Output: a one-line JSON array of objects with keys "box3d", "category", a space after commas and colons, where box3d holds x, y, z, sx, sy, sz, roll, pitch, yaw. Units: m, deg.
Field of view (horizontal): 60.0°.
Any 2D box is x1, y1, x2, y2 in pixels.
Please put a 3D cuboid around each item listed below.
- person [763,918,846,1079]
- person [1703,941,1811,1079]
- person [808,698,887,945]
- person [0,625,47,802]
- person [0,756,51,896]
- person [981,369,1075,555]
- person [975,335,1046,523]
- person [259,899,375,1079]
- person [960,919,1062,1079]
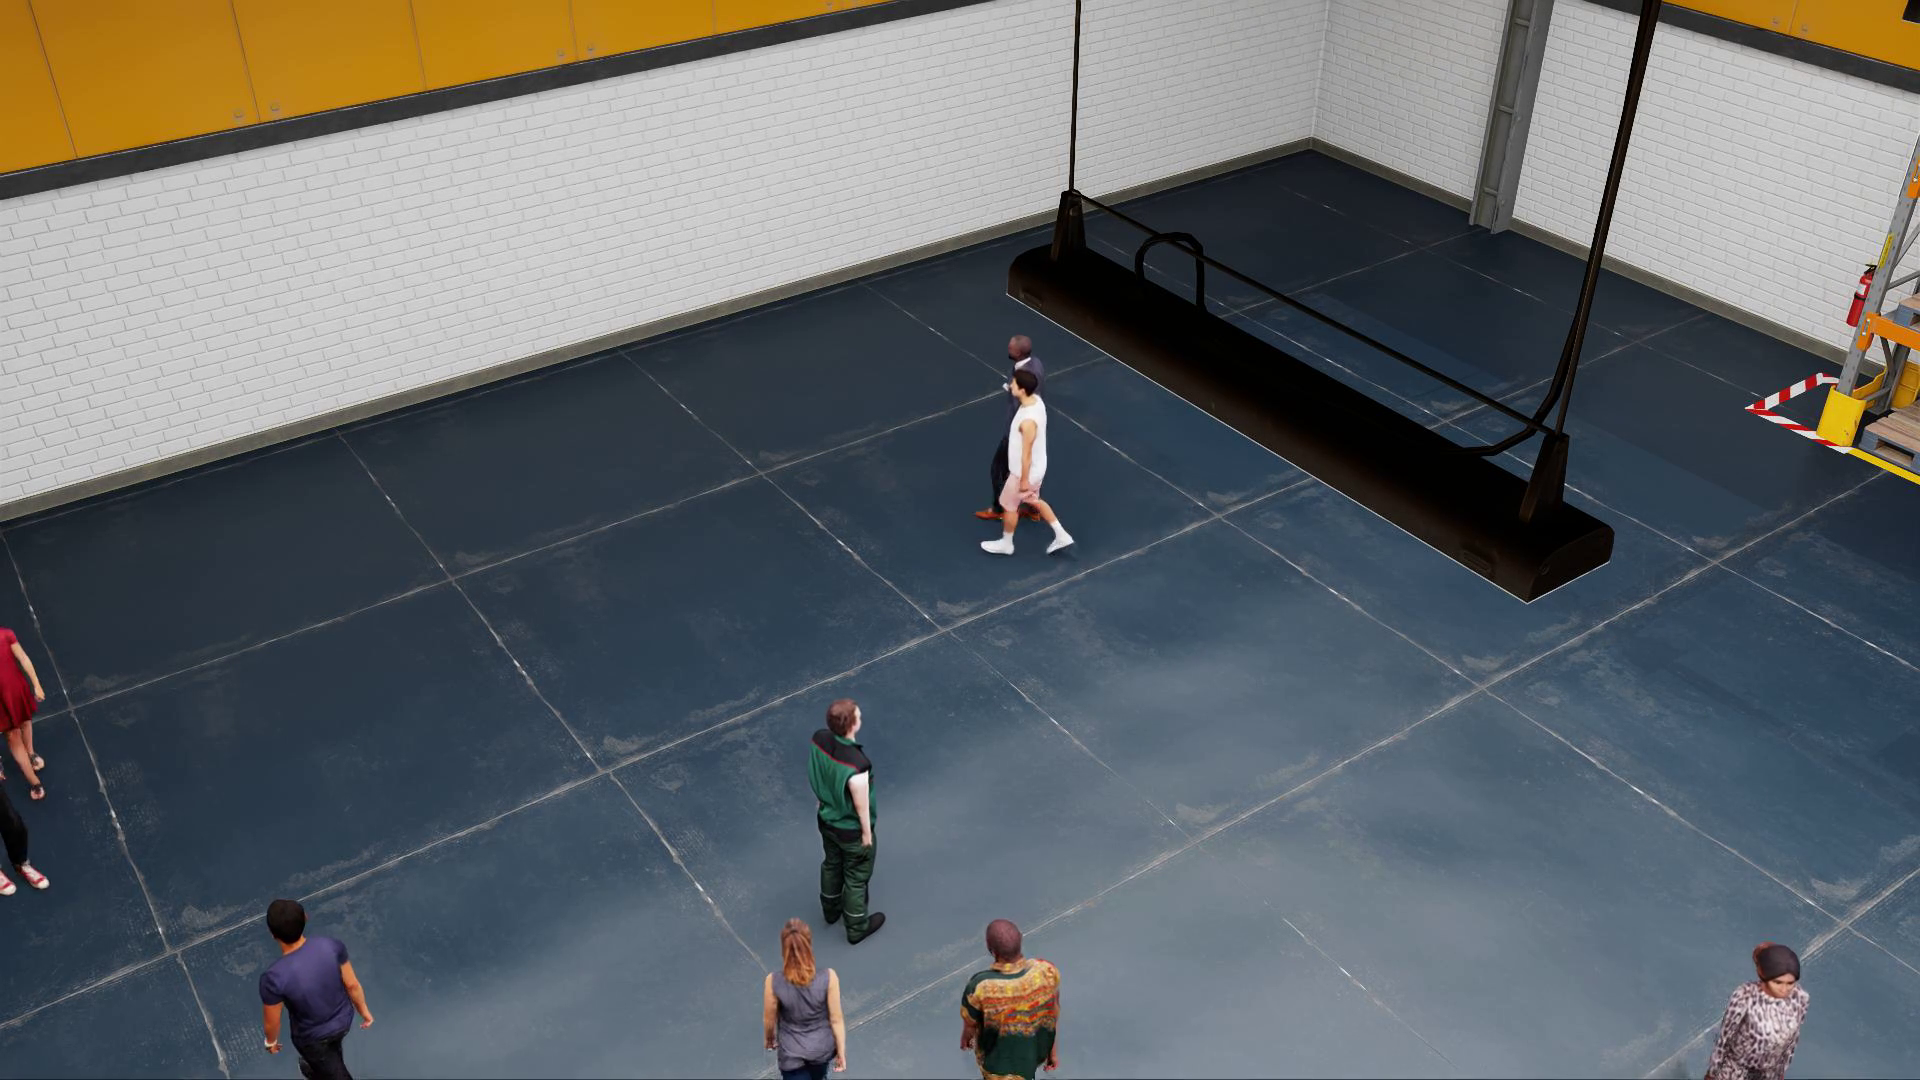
[{"box3d": [-0.806, 2.819, 8.858, 0.966, 1.653, 1.326, -5, 34, -8], "category": "person"}, {"box3d": [4.191, 2.755, 8.908, 0.788, 1.704, 0.859, 2, 34, 3], "category": "person"}, {"box3d": [-0.711, 1.725, 10.335, 0.550, 1.841, 0.727, 29, 43, 36], "category": "person"}, {"box3d": [-6.728, 1.019, 11.680, 0.633, 1.527, 0.929, -27, 42, -34], "category": "person"}, {"box3d": [-6.414, 1.550, 10.681, 0.746, 1.750, 0.755, 26, 41, 33], "category": "person"}, {"box3d": [0.644, -0.605, 13.908, 1.125, 1.766, 1.042, 8, 34, 12], "category": "person"}, {"box3d": [0.613, -0.915, 14.340, 0.973, 1.804, 0.911, 13, 36, 18], "category": "person"}, {"box3d": [-3.393, 2.691, 8.975, 1.199, 1.738, 0.896, 23, 40, 30], "category": "person"}, {"box3d": [0.301, 2.779, 8.802, 0.810, 1.783, 0.888, -10, 35, -15], "category": "person"}]
